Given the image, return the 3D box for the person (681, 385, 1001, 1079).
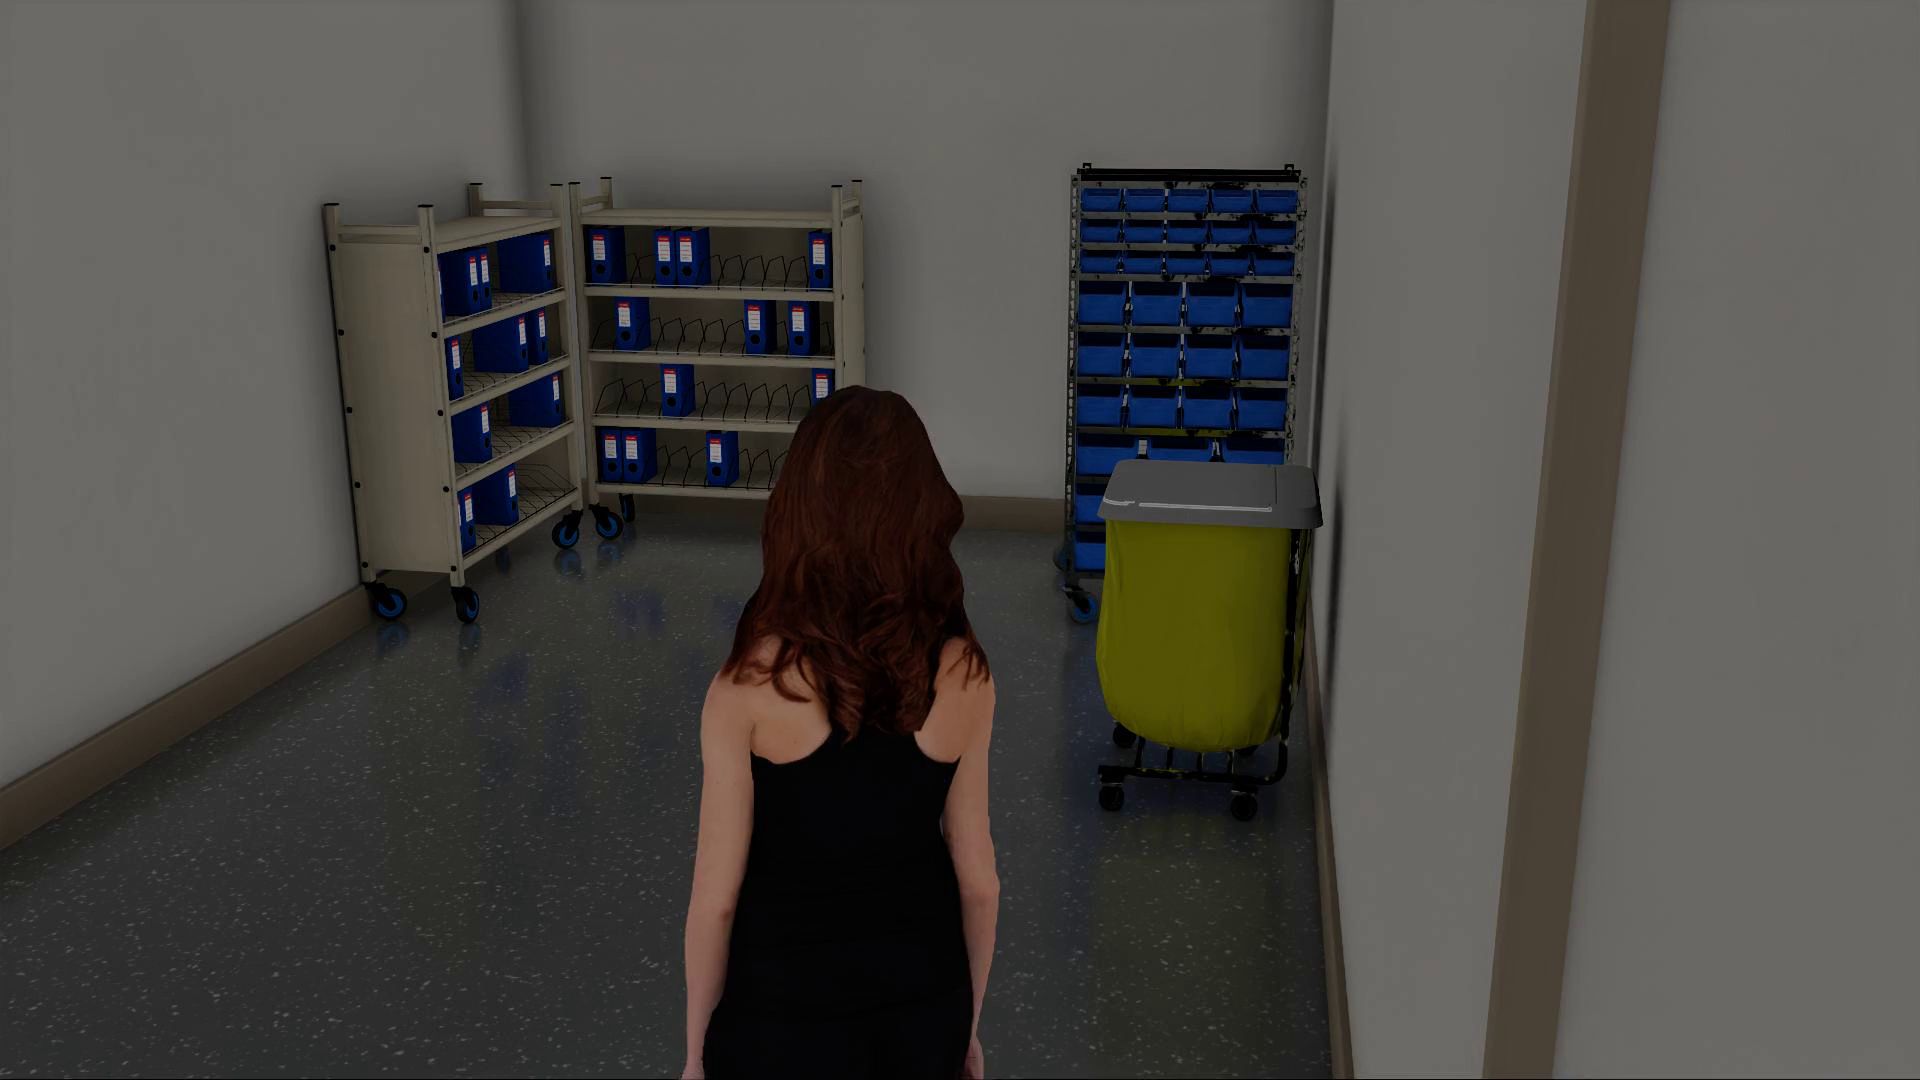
[{"bbox_3d":[-0.120,0.688,2.136,0.845,1.730,0.869,-6,17,-20],"label":"person"}]
